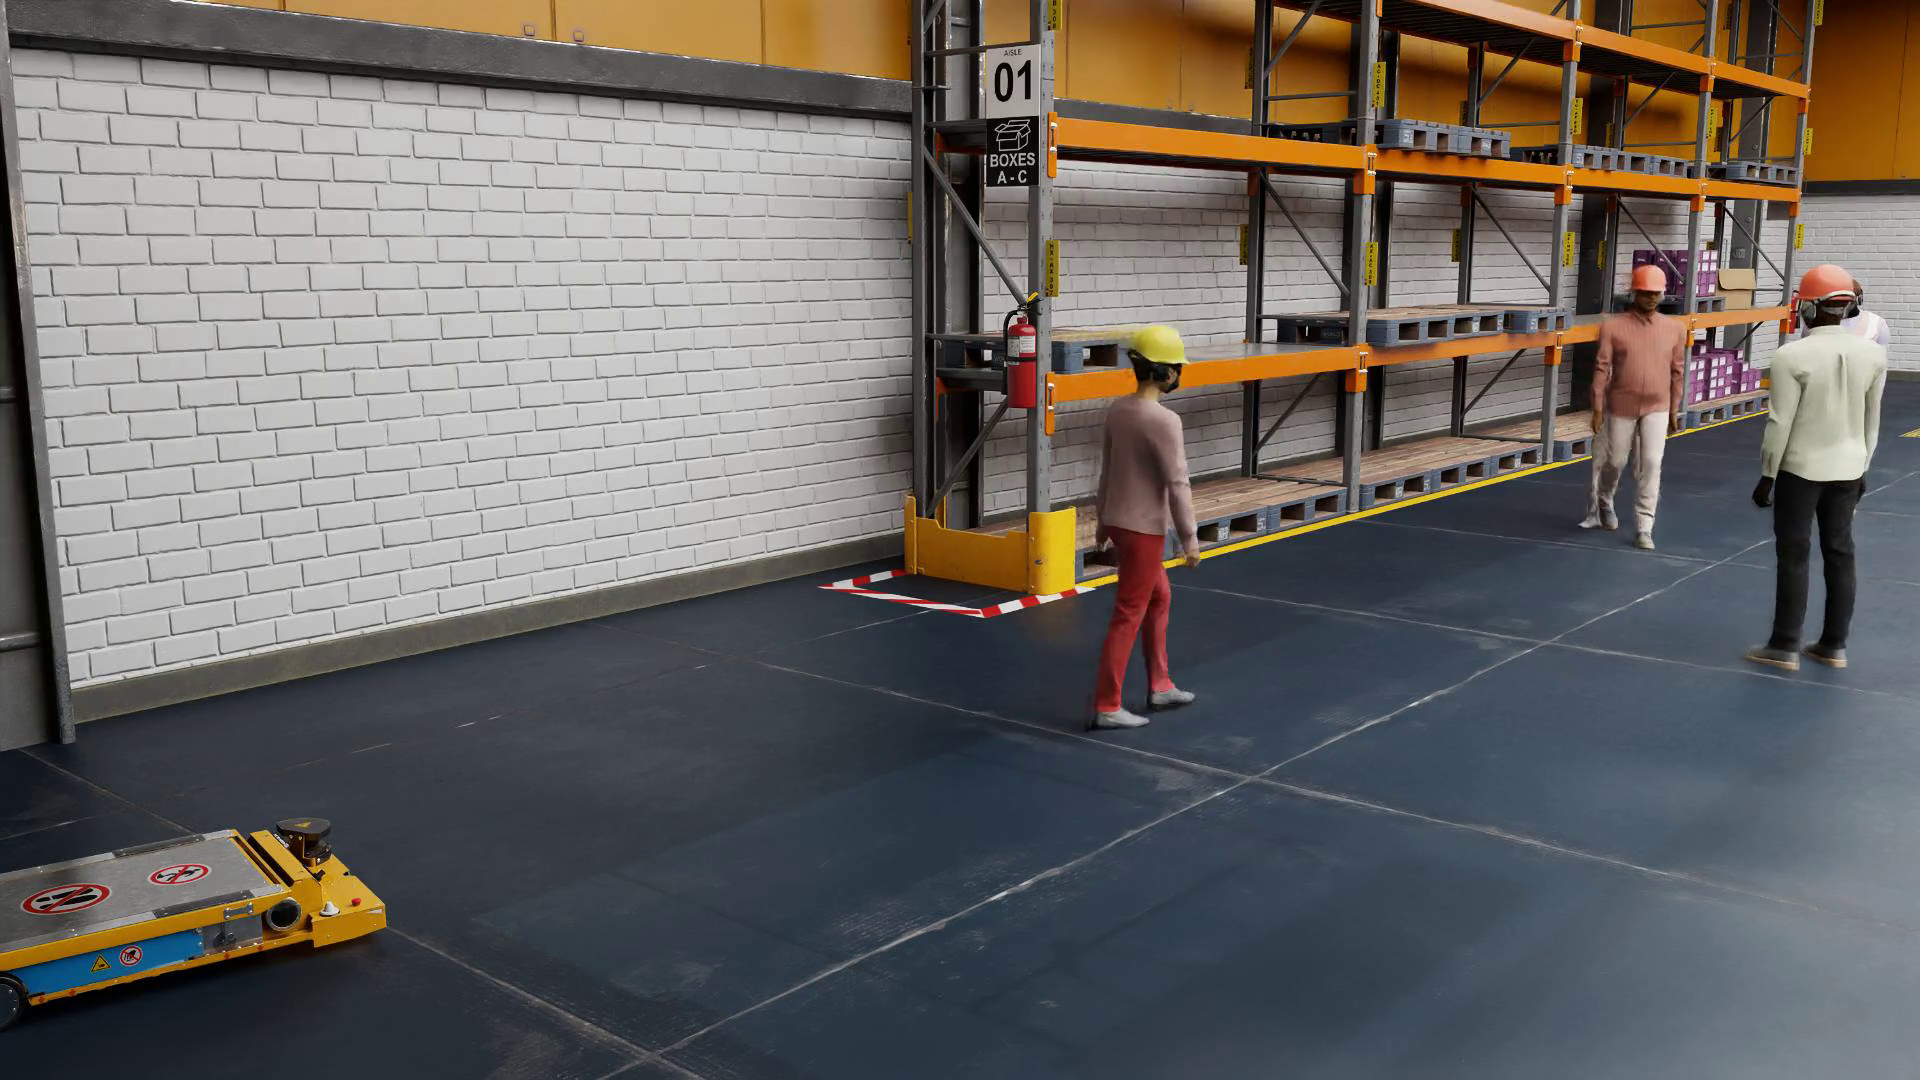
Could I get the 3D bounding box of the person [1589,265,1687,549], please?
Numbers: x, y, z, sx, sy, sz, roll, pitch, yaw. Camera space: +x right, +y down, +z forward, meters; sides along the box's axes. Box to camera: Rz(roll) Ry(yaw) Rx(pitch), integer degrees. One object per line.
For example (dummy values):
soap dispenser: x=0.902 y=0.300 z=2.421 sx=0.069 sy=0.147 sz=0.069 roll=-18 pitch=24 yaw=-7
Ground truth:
person: x=4.778 y=-0.963 z=11.792 sx=0.626 sy=1.968 sz=0.894 roll=2 pitch=10 yaw=10

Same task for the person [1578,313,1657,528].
person: x=4.987 y=-0.901 z=12.448 sx=0.809 sy=1.602 sz=0.520 roll=-7 pitch=12 yaw=-36

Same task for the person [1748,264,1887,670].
person: x=4.221 y=-0.351 z=8.209 sx=0.617 sy=1.994 sz=0.391 roll=-2 pitch=10 yaw=-9

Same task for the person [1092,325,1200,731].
person: x=0.870 y=-0.050 z=7.194 sx=0.725 sy=1.736 sz=0.559 roll=-4 pitch=11 yaw=-22

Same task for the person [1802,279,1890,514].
person: x=6.885 y=-1.123 z=13.040 sx=0.633 sy=1.841 sz=0.429 roll=6 pitch=11 yaw=30

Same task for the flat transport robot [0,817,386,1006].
flat transport robot: x=-2.488 y=1.106 z=4.817 sx=1.431 sy=0.197 sz=0.652 roll=-7 pitch=12 yaw=-36
